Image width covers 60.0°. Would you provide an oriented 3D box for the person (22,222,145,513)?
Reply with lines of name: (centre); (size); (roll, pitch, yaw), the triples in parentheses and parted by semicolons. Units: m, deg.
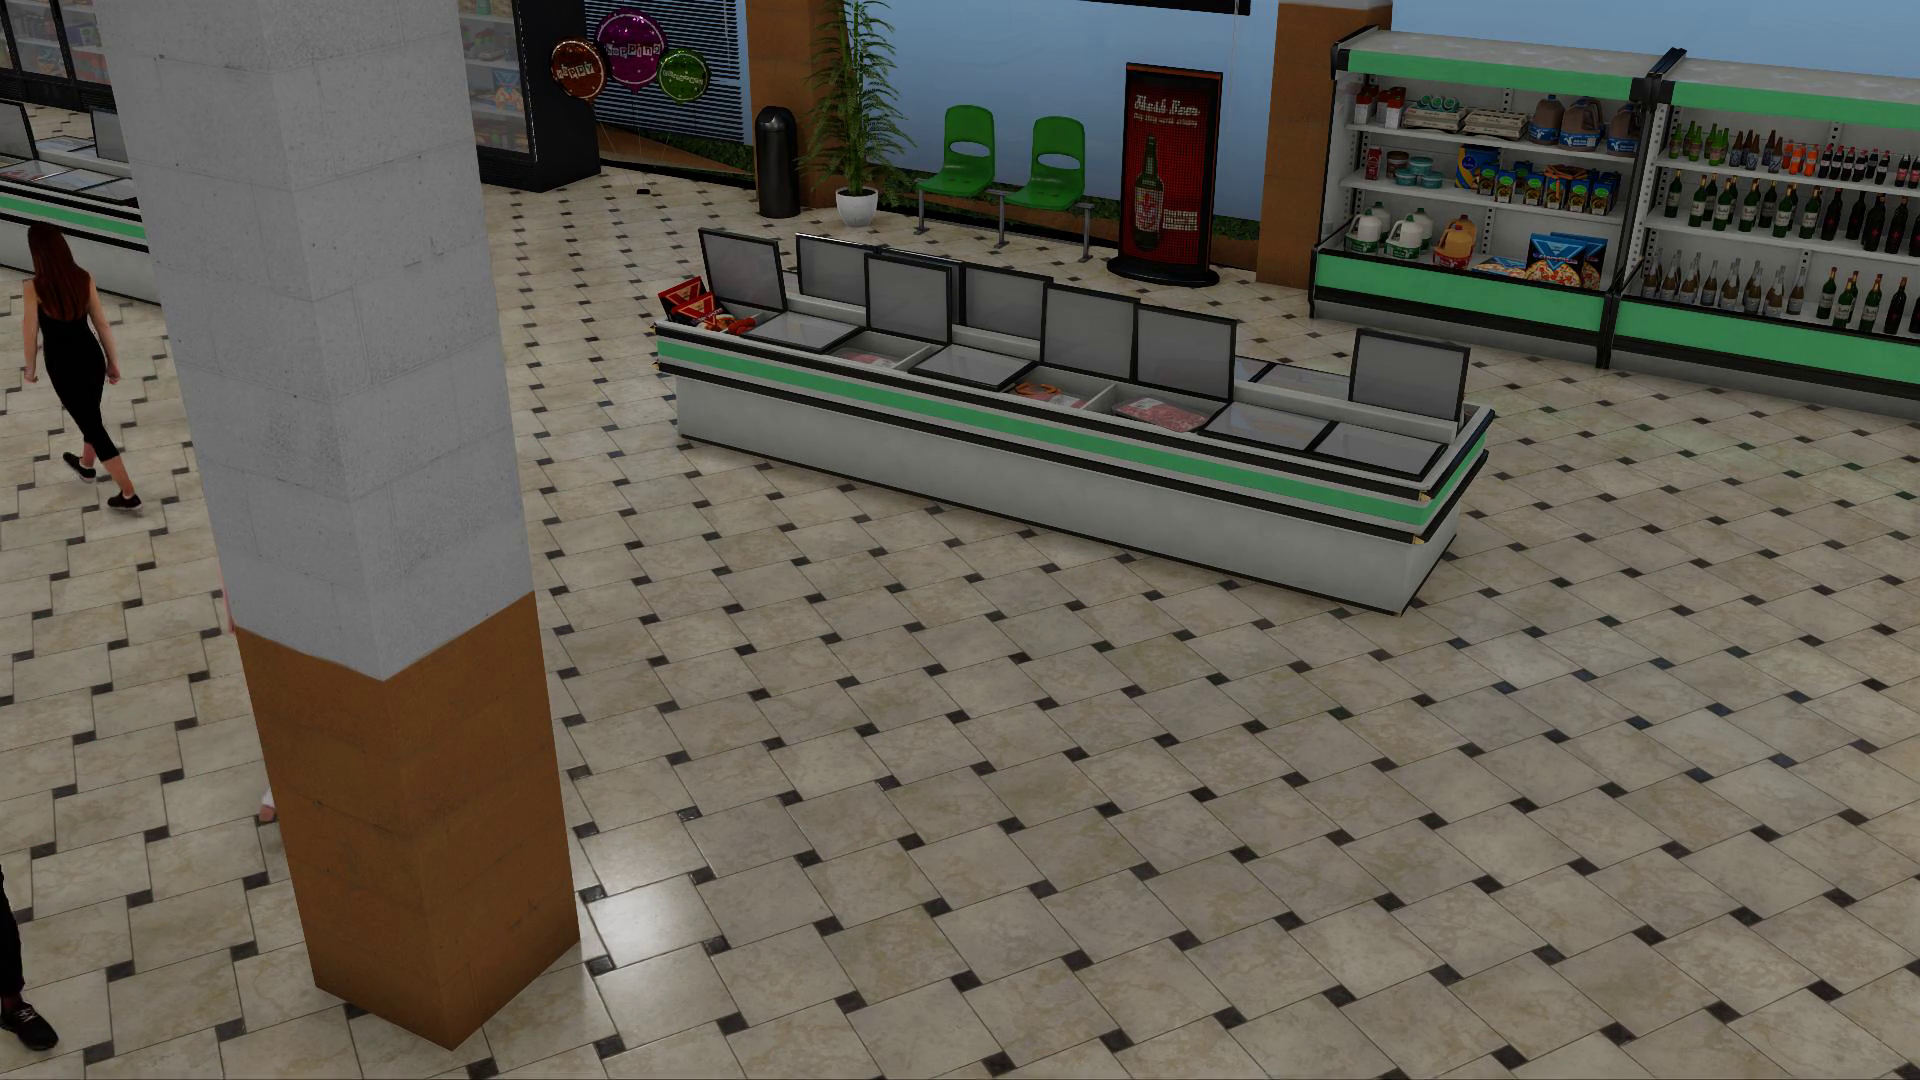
person: (-5.019, -0.941, 9.552); (1.063, 1.687, 0.557); (15, 30, 27)
